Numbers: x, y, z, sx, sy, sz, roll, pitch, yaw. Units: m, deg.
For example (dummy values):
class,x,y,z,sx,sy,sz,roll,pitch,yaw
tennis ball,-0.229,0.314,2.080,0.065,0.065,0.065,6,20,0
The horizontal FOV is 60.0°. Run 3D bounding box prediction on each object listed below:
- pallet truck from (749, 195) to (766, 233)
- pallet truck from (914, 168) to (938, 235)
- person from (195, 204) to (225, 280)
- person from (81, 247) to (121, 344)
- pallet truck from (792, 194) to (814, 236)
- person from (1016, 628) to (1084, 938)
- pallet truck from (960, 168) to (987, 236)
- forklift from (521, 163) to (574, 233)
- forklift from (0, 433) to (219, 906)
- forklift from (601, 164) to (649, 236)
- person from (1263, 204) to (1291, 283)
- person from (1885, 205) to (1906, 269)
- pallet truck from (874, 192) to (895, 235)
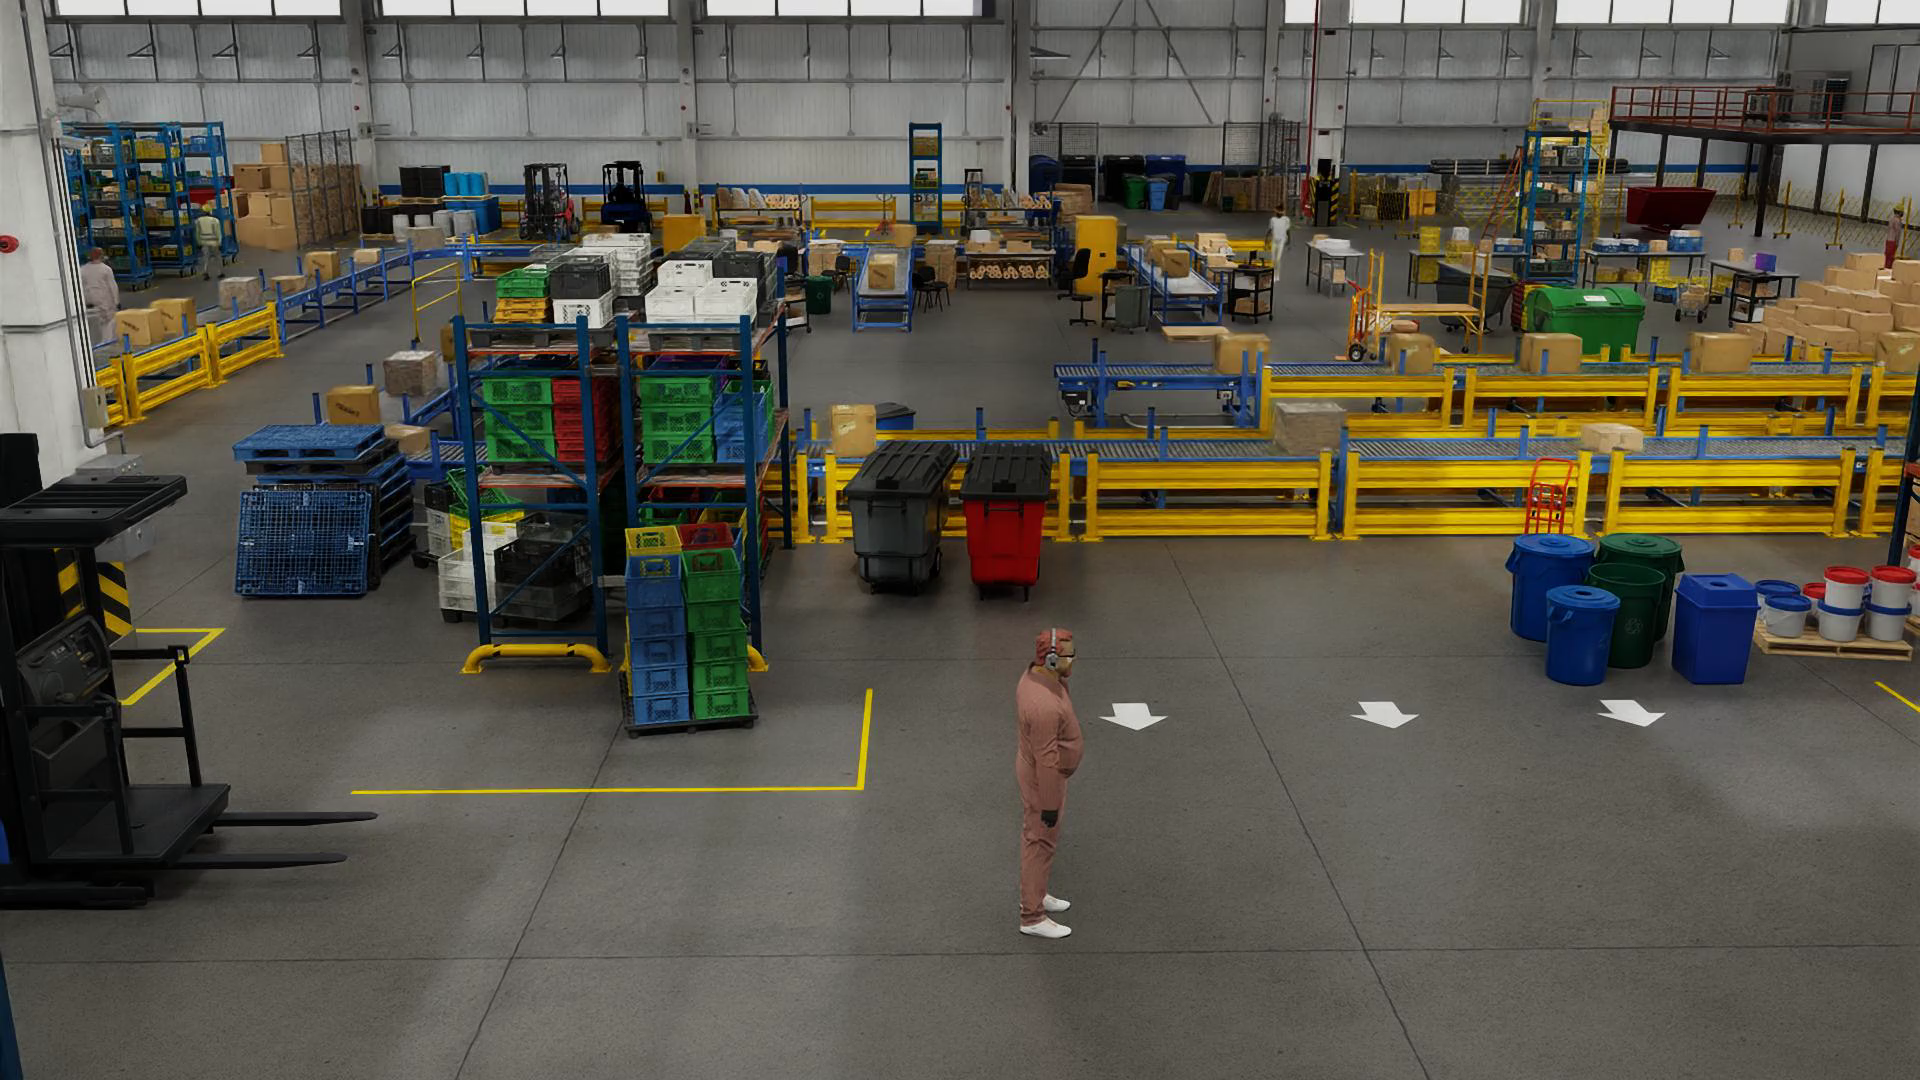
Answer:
class,x,y,z,sx,sy,sz,roll,pitch,yaw
pallet truck,-6.051,-9.967,50.660,0.680,1.201,1.601,0,16,-1
pallet truck,-0.989,-10.316,50.507,0.823,1.965,1.885,1,16,3
person,-17.968,-7.127,39.784,0.602,1.799,0.902,-1,16,-4
person,-15.265,-4.259,29.639,0.651,1.897,0.512,4,17,14
pallet truck,-4.814,-9.883,50.259,0.704,1.261,1.522,-1,16,-3
person,0.531,1.426,9.879,0.399,1.900,0.636,-1,16,-2
pallet truck,0.383,-10.230,50.206,0.823,1.965,1.885,-1,16,-3
forklift,-12.233,-10.122,49.298,1.157,1.987,2.680,0,16,-1
forklift,-5.952,0.780,10.366,1.873,2.768,1.129,0,16,-1
forklift,-9.948,-10.127,49.296,1.157,1.987,2.680,-1,16,-3
person,7.463,-6.982,39.186,0.678,1.841,0.519,10,19,32
person,22.477,-7.180,40.032,0.327,1.761,0.522,2,16,7
pallet truck,-2.277,-9.986,50.594,0.653,1.274,1.630,0,16,-1
